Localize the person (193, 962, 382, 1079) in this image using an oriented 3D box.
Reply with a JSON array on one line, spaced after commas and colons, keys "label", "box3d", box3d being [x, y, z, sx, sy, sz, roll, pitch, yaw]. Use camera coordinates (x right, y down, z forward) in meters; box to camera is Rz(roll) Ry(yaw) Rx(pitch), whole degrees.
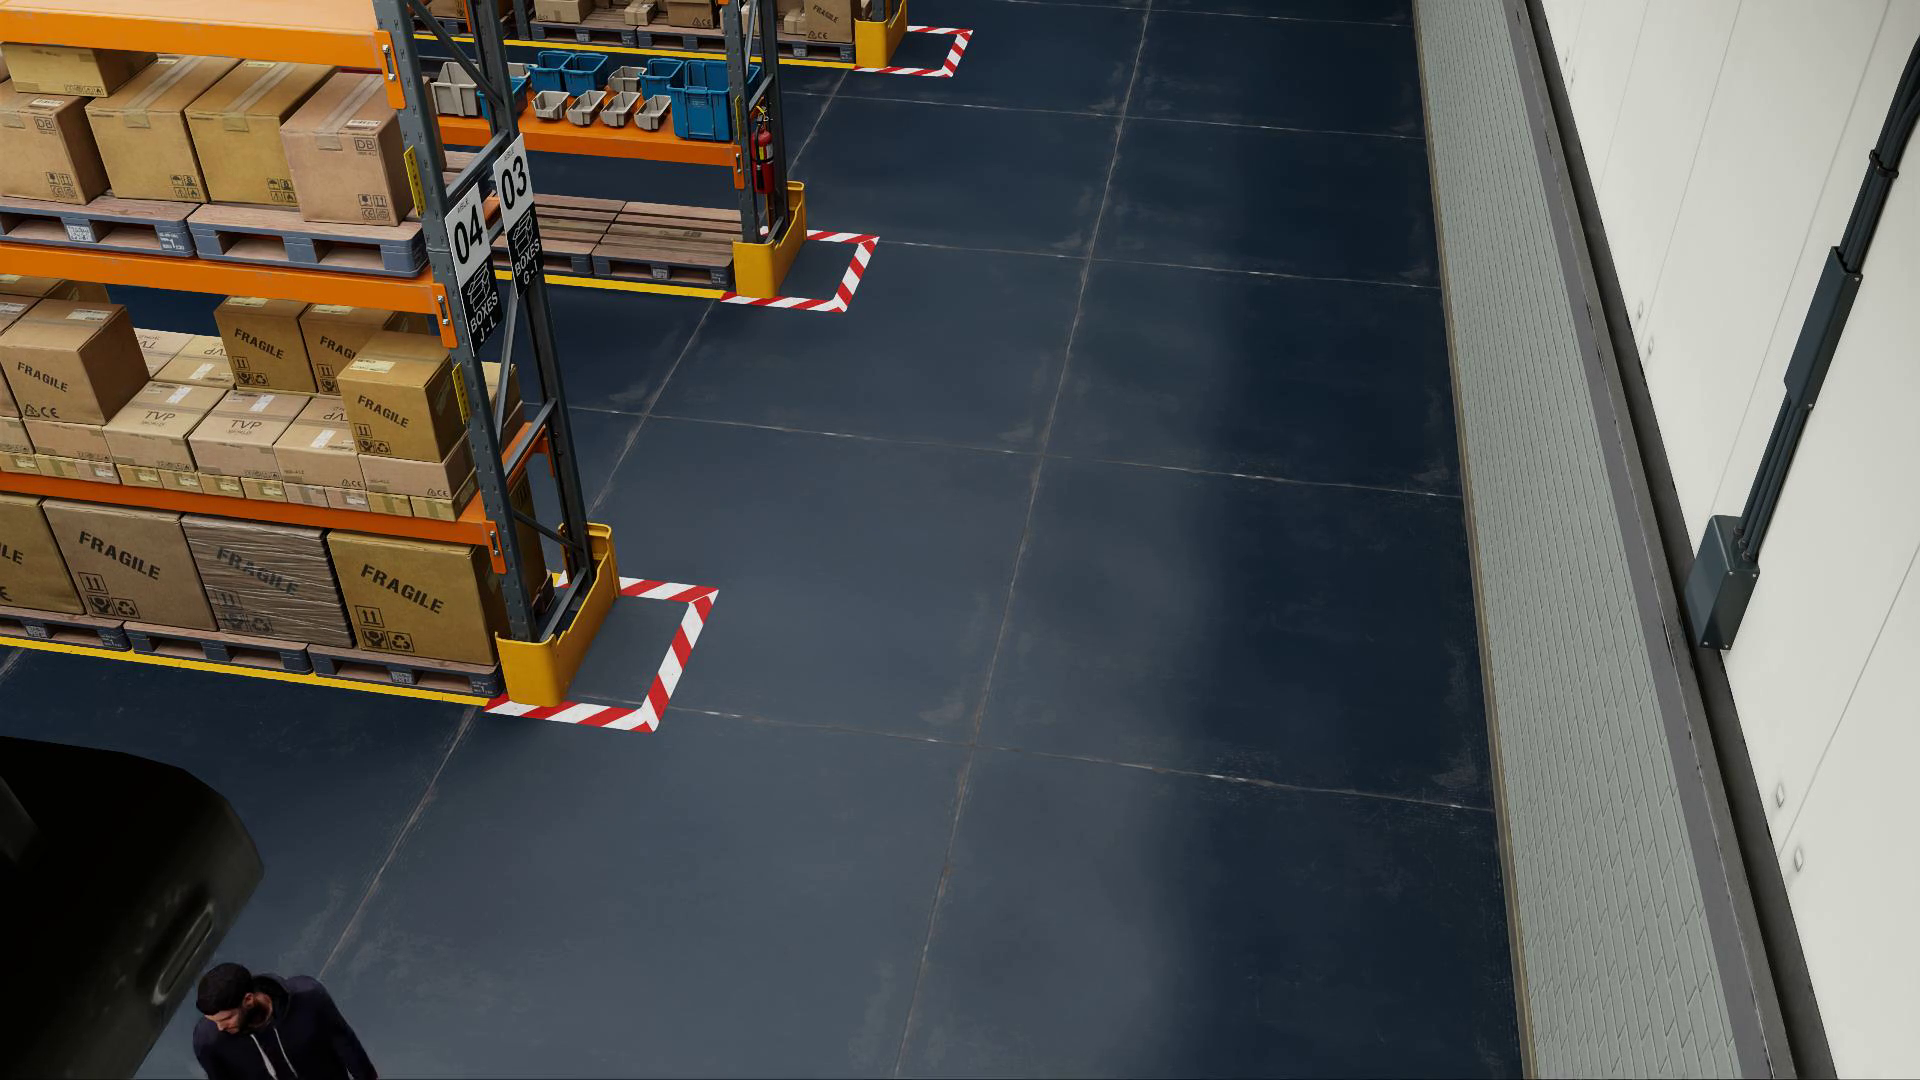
[{"label": "person", "box3d": [-2.755, 2.239, 6.902, 0.852, 1.861, 0.898, -28, 46, -31]}]
